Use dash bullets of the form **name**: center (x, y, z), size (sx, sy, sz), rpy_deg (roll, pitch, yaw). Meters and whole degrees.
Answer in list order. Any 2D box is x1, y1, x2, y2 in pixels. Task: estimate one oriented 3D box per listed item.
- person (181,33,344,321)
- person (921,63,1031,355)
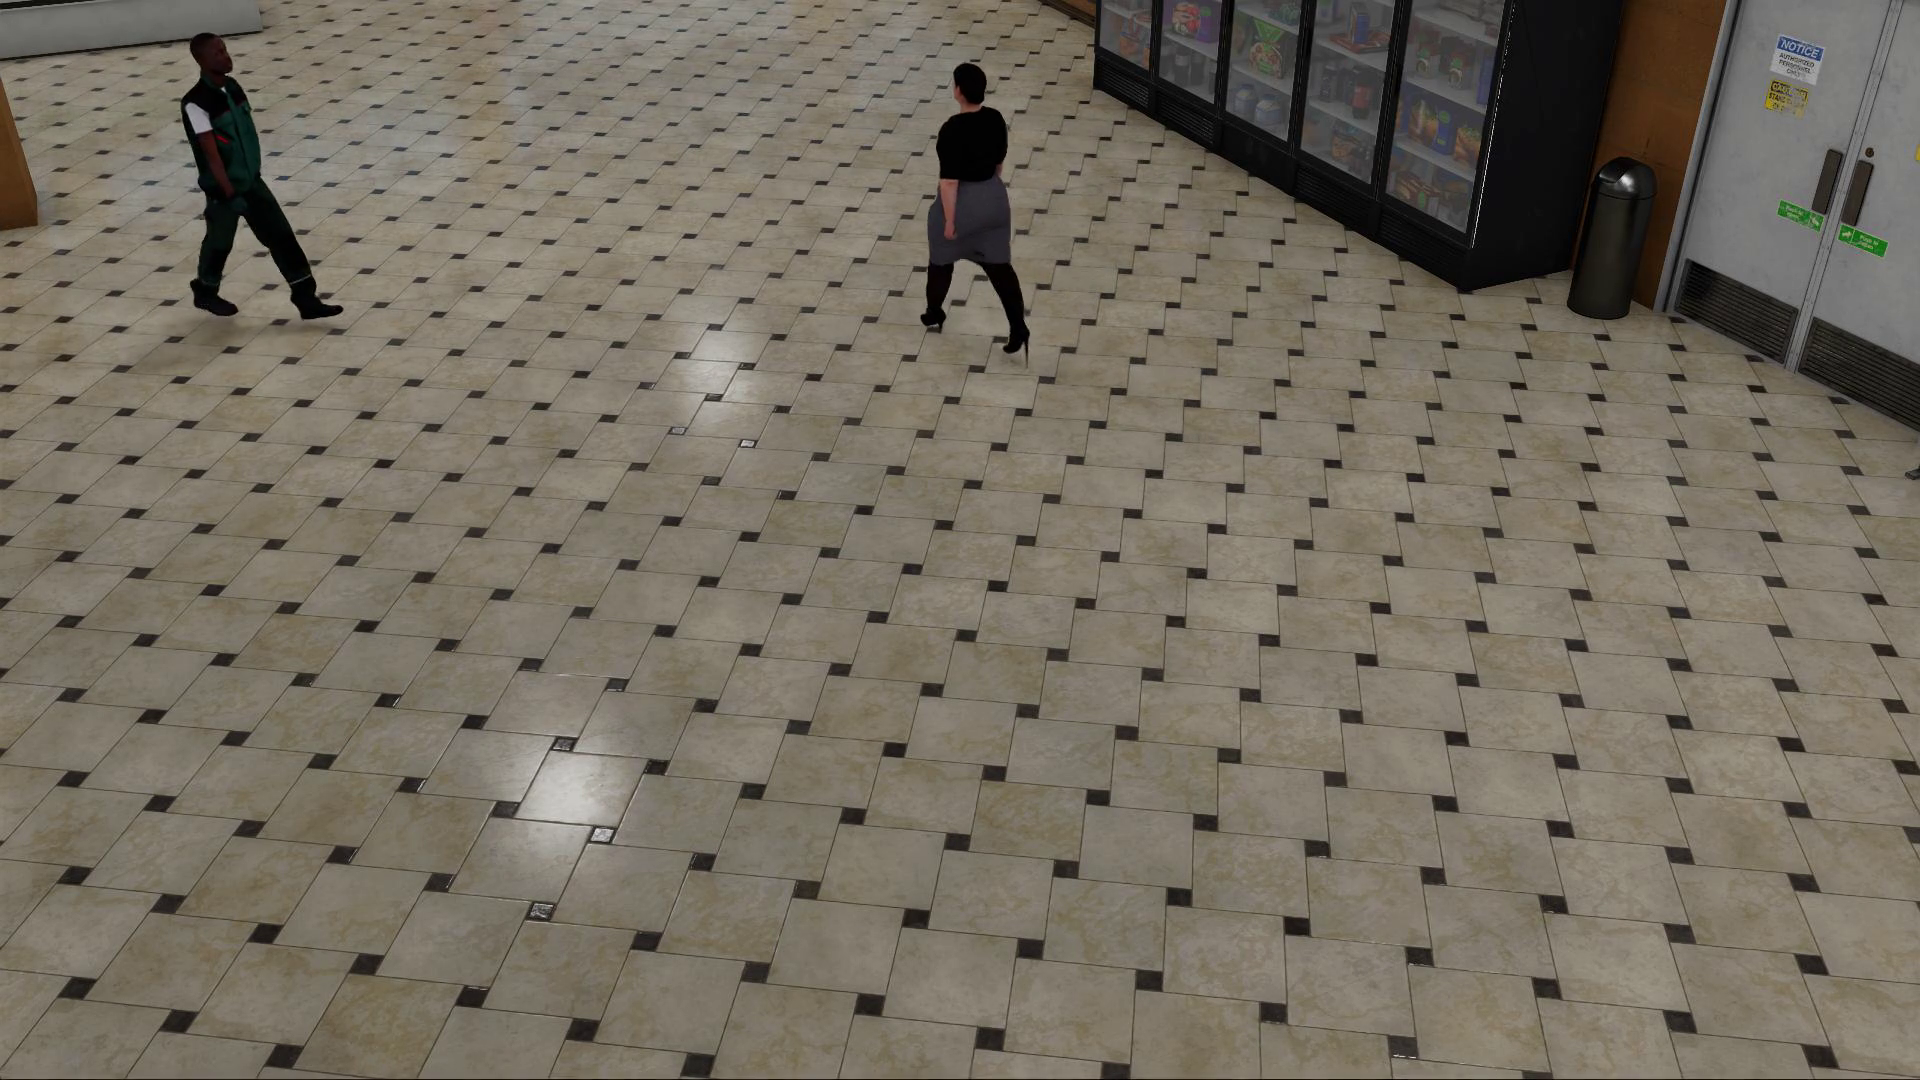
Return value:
- **person**: center (-4.513, -2.142, 10.141), size (1.311, 1.790, 1.164), rpy_deg (6, 32, 10)
- **person**: center (0.145, -1.880, 9.793), size (1.115, 1.713, 0.900), rpy_deg (-23, 39, -32)
